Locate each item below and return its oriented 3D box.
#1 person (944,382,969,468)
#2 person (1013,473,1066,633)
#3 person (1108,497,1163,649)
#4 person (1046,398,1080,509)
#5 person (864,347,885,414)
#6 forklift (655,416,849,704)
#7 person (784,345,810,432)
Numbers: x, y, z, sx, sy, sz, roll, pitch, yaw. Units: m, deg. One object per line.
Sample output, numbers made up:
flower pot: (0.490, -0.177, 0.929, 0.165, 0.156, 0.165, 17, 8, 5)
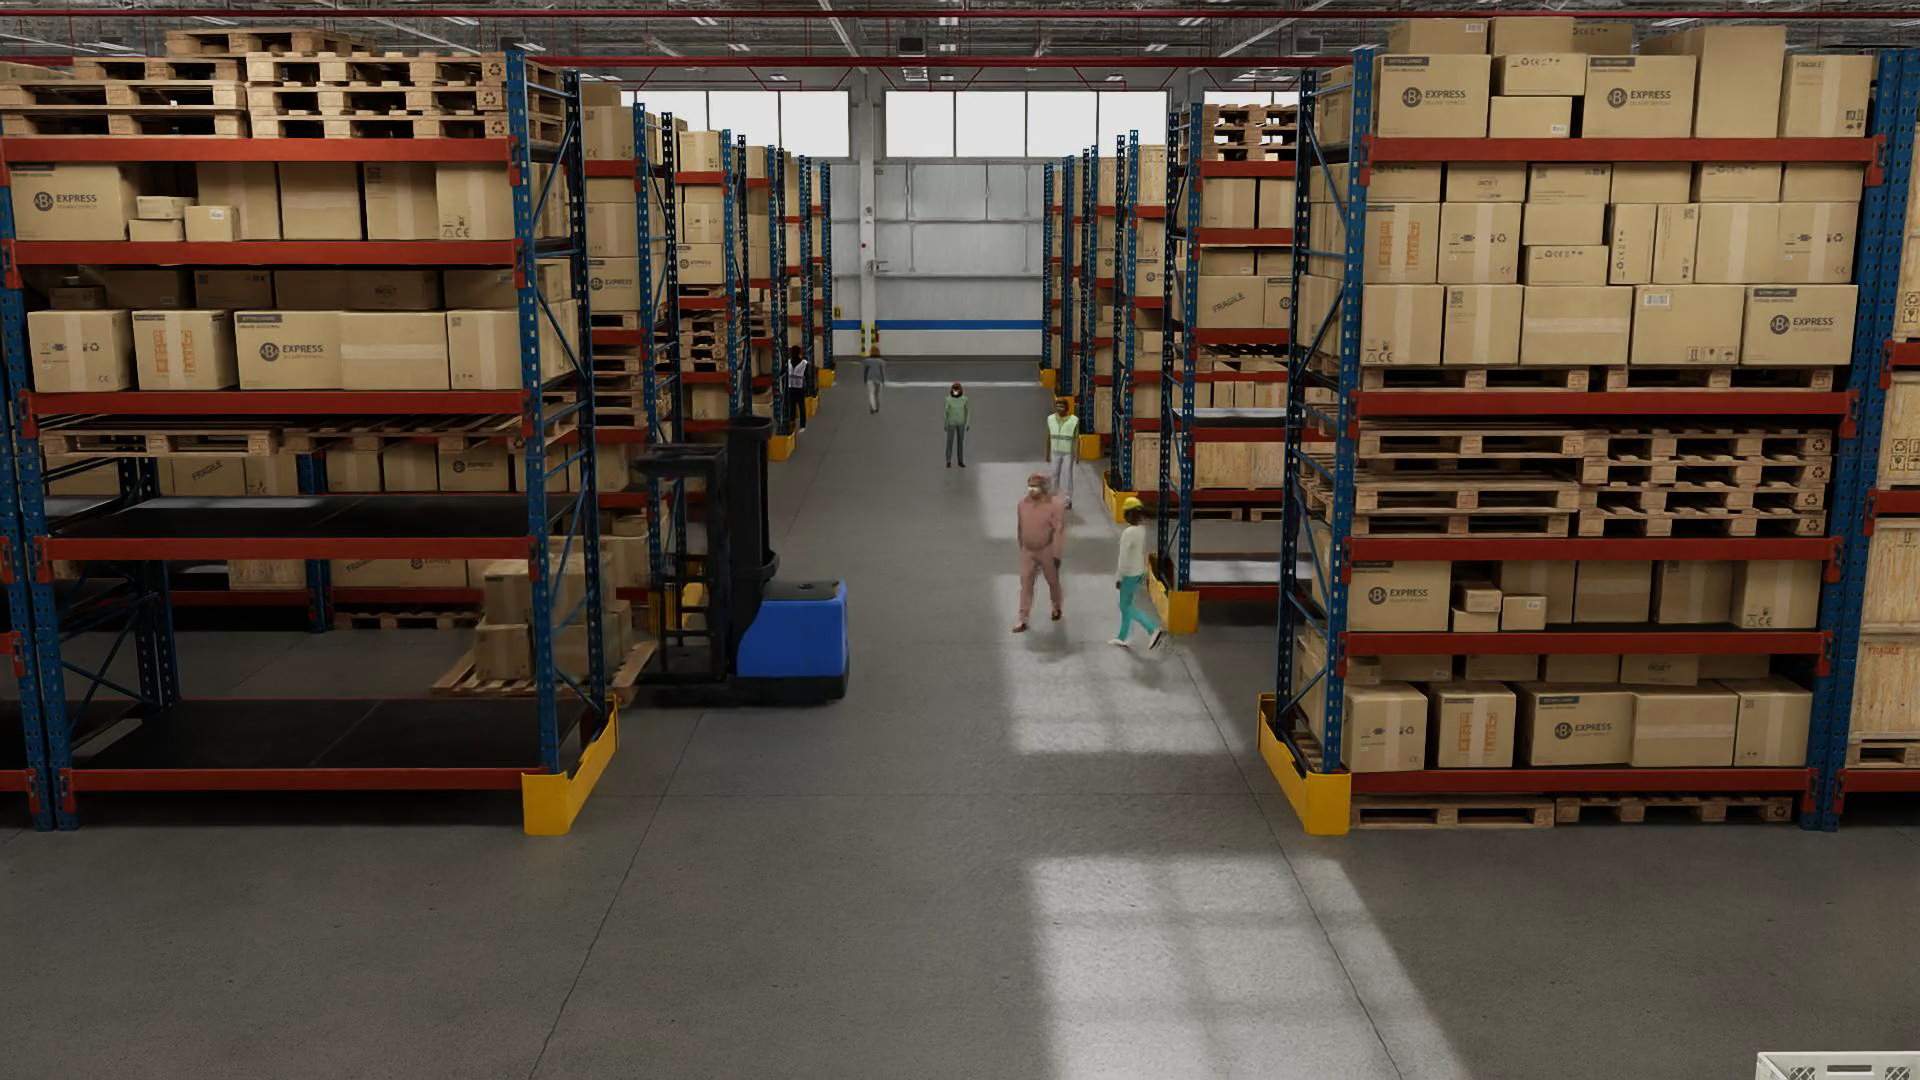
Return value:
person: (-0.065, -2.188, 31.648, 0.501, 1.631, 0.287, -3, 12, -14)
person: (0.965, 0.119, 19.711, 0.648, 1.861, 1.026, 6, 13, 26)
person: (1.985, 0.388, 18.652, 0.651, 1.735, 0.535, 6, 13, 28)
person: (1.692, -1.433, 27.387, 0.569, 1.840, 0.374, 5, 12, 22)
person: (-2.038, -3.805, 39.729, 0.511, 1.606, 0.730, -1, 11, -3)
forklift: (-2.096, 0.177, 16.823, 1.873, 2.768, 1.129, 0, 11, -1)
person: (-3.587, -3.328, 36.584, 0.587, 1.920, 0.390, 4, 12, 20)
